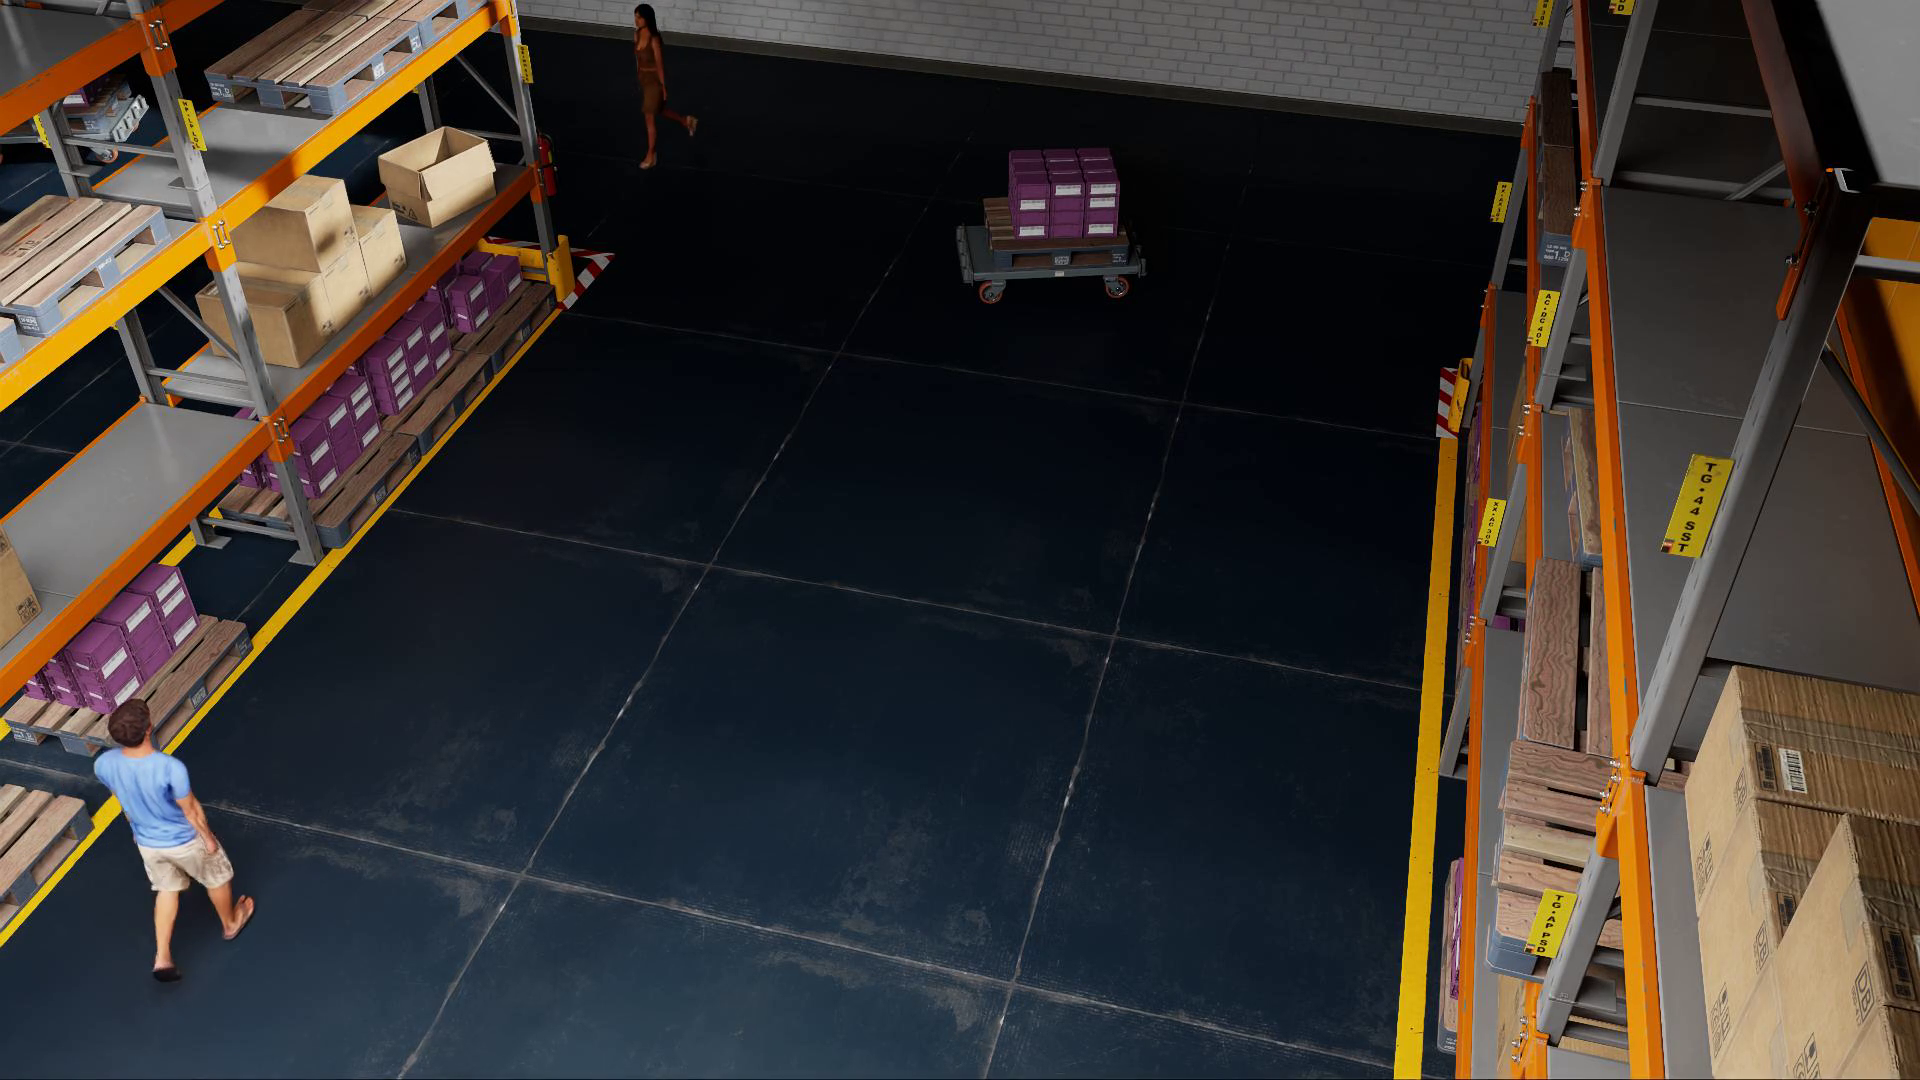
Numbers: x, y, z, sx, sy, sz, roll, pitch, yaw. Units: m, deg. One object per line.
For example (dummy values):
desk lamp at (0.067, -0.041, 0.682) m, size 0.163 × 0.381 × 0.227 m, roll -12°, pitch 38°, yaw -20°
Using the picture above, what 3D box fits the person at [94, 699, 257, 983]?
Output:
person at (-4.239, 1.631, 8.855) m, size 0.759 × 1.842 × 1.042 m, roll 3°, pitch 39°, yaw 4°

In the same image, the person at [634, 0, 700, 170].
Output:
person at (-3.032, -4.608, 16.809) m, size 1.097 × 1.666 × 0.919 m, roll -30°, pitch 47°, yaw -32°
